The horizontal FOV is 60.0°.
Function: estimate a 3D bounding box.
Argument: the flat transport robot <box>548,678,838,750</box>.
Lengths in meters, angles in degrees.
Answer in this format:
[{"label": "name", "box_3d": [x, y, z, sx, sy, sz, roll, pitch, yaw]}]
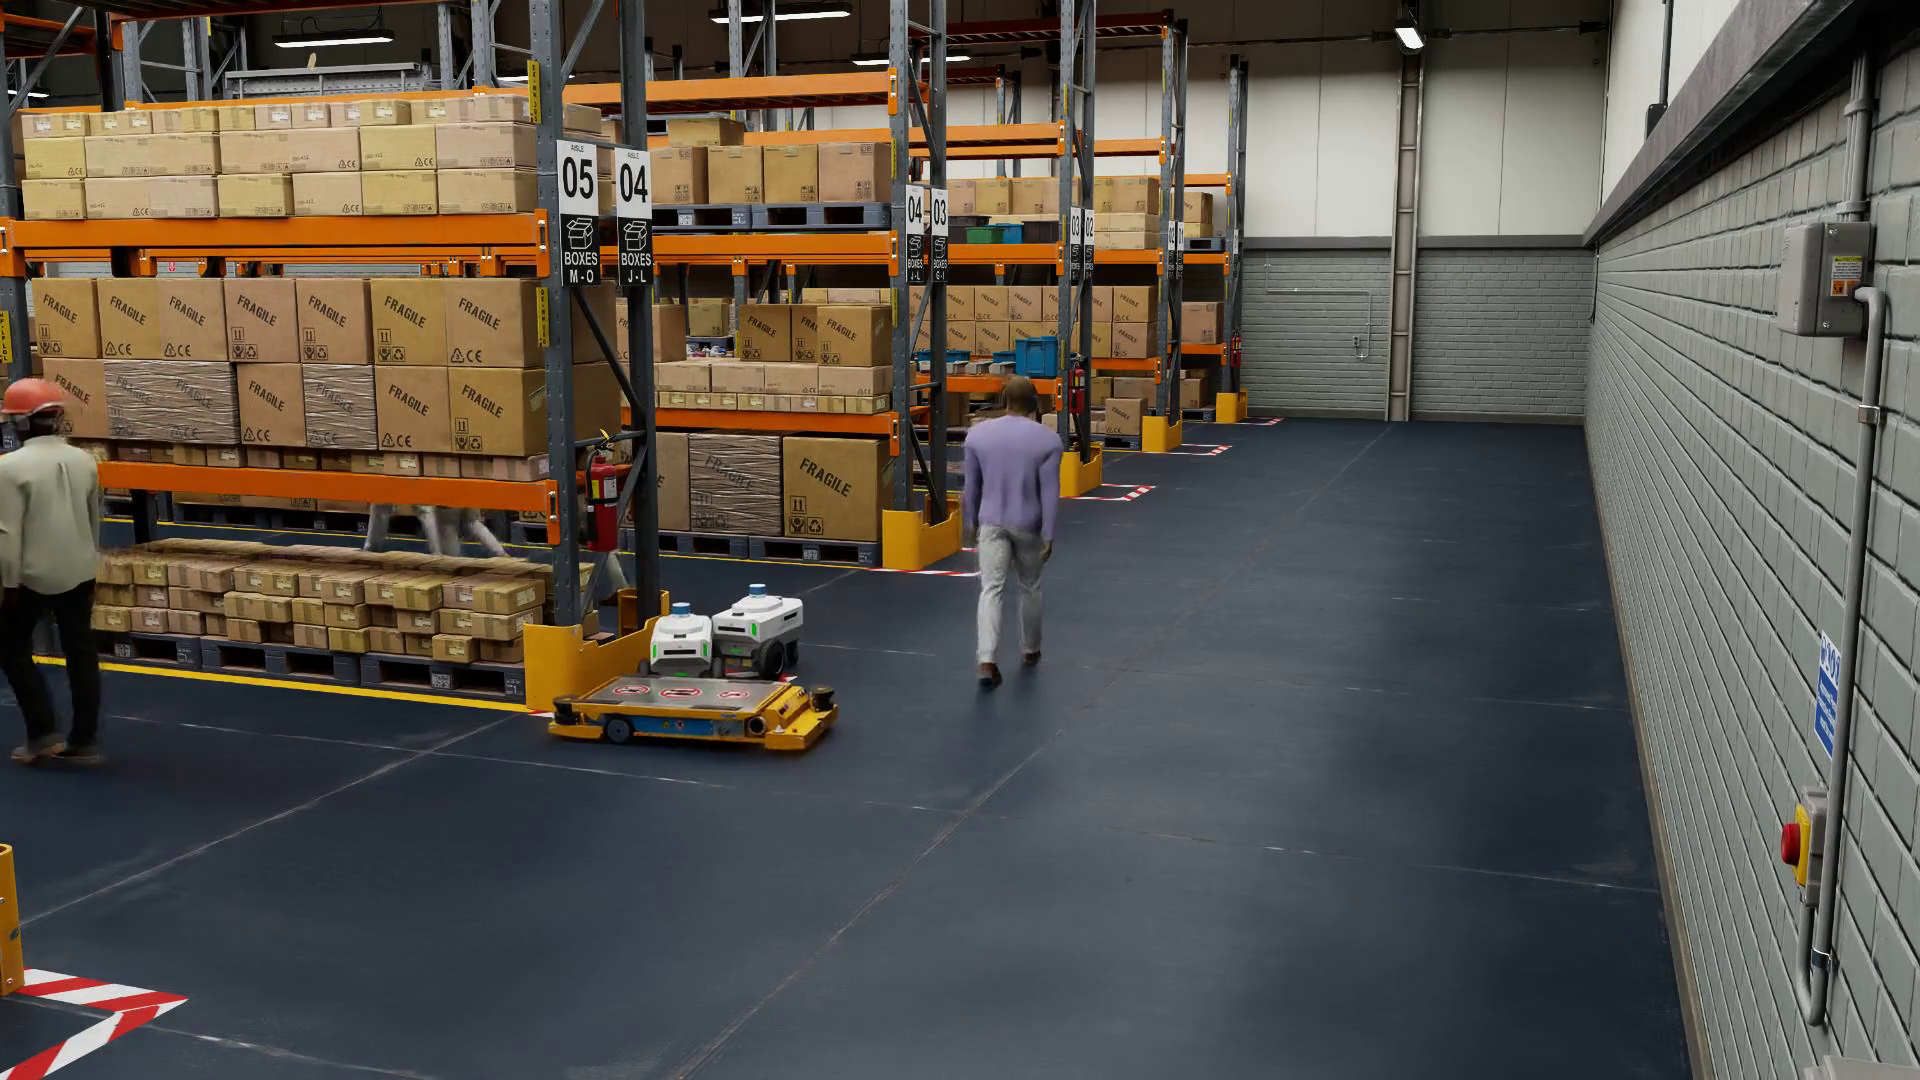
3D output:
[{"label": "flat transport robot", "box_3d": [-1.441, 0.924, 9.060, 1.431, 0.197, 0.652, 2, 9, 11]}]

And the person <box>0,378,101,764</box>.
[{"label": "person", "box_3d": [-4.654, 0.172, 8.438, 0.556, 1.975, 0.658, 4, 10, 21]}]

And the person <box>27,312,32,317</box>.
[{"label": "person", "box_3d": [-19.105, -3.815, 34.078, 0.831, 1.738, 0.522, 4, 10, 26]}]

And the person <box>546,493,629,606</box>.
[{"label": "person", "box_3d": [-2.913, -0.395, 12.524, 1.001, 1.803, 0.535, 2, 9, 11]}]

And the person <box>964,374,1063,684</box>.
[{"label": "person", "box_3d": [0.314, -0.073, 10.288, 0.637, 1.895, 1.011, 1, 9, 9]}]

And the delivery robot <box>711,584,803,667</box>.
[{"label": "delivery robot", "box_3d": [-1.264, 0.519, 10.415, 0.477, 0.478, 0.707, 3, 10, 20]}]

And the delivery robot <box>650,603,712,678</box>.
[{"label": "delivery robot", "box_3d": [-1.642, 0.613, 9.824, 0.477, 0.478, 0.707, -1, 9, -7]}]

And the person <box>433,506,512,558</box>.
[{"label": "person", "box_3d": [-3.824, -0.456, 12.851, 0.627, 1.821, 0.639, 4, 10, 26]}]

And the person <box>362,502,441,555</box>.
[{"label": "person", "box_3d": [-4.649, -0.585, 13.775, 0.976, 1.794, 0.627, 5, 11, 30]}]
